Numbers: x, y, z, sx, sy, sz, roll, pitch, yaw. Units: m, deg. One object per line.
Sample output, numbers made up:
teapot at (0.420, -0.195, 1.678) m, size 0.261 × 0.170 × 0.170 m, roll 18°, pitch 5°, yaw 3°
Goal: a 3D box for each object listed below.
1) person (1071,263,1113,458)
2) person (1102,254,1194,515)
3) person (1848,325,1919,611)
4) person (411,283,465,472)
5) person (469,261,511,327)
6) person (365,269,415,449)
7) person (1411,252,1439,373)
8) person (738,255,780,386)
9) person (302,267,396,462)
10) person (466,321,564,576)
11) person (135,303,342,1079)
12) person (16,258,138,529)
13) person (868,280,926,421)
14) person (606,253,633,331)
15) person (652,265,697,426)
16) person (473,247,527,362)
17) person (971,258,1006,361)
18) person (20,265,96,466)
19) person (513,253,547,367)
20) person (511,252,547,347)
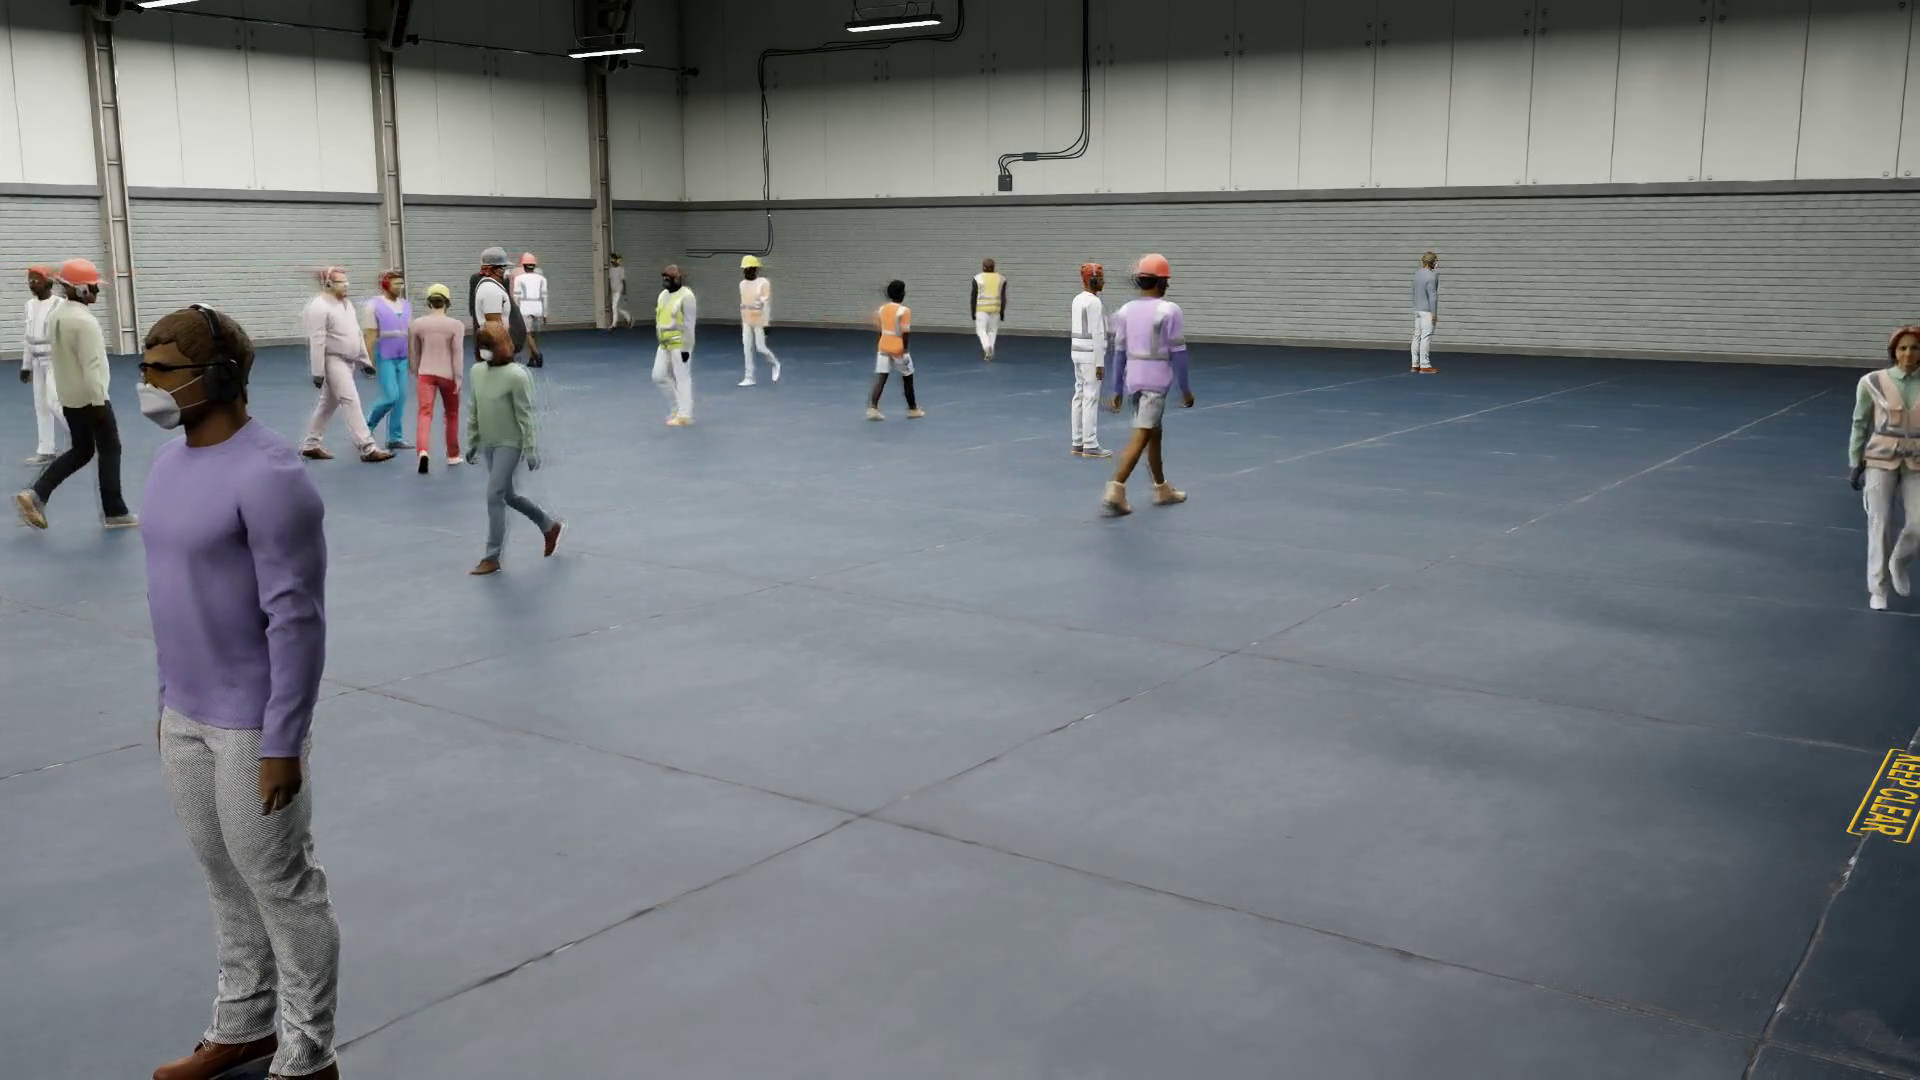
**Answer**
person at (1.267, -1.743, 16.194) m, size 0.354 × 1.883 × 0.576 m, roll -3°, pitch 11°, yaw -19°
person at (1.426, -1.206, 12.876) m, size 1.041 × 2.004 × 0.604 m, roll -8°, pitch 13°, yaw -38°
person at (5.324, -0.409, 9.436) m, size 0.533 × 1.623 × 0.398 m, roll 4°, pitch 11°, yaw 21°
person at (-4.822, -1.494, 15.289) m, size 0.535 × 1.719 × 0.879 m, roll 0°, pitch 10°, yaw 1°
person at (-7.159, -3.423, 25.358) m, size 0.639 × 1.957 × 0.869 m, roll -3°, pitch 11°, yaw -17°
person at (-5.752, -1.813, 16.767) m, size 0.466 × 1.822 × 0.567 m, roll 4°, pitch 11°, yaw 22°
person at (7.470, -3.639, 26.656) m, size 0.361 × 1.938 × 0.635 m, roll -2°, pitch 10°, yaw -13°
person at (-2.959, -3.210, 24.334) m, size 0.592 × 1.909 × 0.664 m, roll 7°, pitch 12°, yaw 34°
person at (-5.902, -1.666, 15.843) m, size 0.989 × 1.858 × 0.652 m, roll 1°, pitch 10°, yaw 4°
person at (-2.870, -0.608, 10.646) m, size 0.508 × 1.603 × 0.759 m, roll 8°, pitch 13°, yaw 36°
person at (-1.713, 0.421, 3.921) m, size 0.631 × 1.940 × 0.372 m, roll 8°, pitch 13°, yaw 38°
person at (-6.344, -1.024, 11.926) m, size 0.624 × 1.970 × 0.771 m, roll 8°, pitch 13°, yaw 36°
person at (-0.769, -2.221, 19.530) m, size 0.540 × 1.652 × 0.857 m, roll 9°, pitch 13°, yaw 40°
person at (-8.176, -5.938, 39.801) m, size 0.516 × 1.851 × 0.791 m, roll 10°, pitch 14°, yaw 44°
person at (-3.240, -2.201, 18.911) m, size 0.451 × 1.828 × 0.656 m, roll -9°, pitch 14°, yaw -42°
person at (-4.812, -2.042, 17.426) m, size 0.536 × 2.000 × 0.681 m, roll -4°, pitch 11°, yaw -21°
person at (0.509, -4.038, 29.229) m, size 0.635 × 1.829 × 0.631 m, roll -3°, pitch 10°, yaw -15°
person at (-8.576, -1.642, 15.645) m, size 0.599 × 1.877 × 0.513 m, roll 6°, pitch 12°, yaw 29°
person at (-7.125, -3.804, 27.678) m, size 0.551 × 1.913 × 0.821 m, roll -7°, pitch 12°, yaw -33°
person at (-8.562, -4.769, 33.121) m, size 0.646 × 1.892 × 0.448 m, roll 1°, pitch 10°, yaw 3°
